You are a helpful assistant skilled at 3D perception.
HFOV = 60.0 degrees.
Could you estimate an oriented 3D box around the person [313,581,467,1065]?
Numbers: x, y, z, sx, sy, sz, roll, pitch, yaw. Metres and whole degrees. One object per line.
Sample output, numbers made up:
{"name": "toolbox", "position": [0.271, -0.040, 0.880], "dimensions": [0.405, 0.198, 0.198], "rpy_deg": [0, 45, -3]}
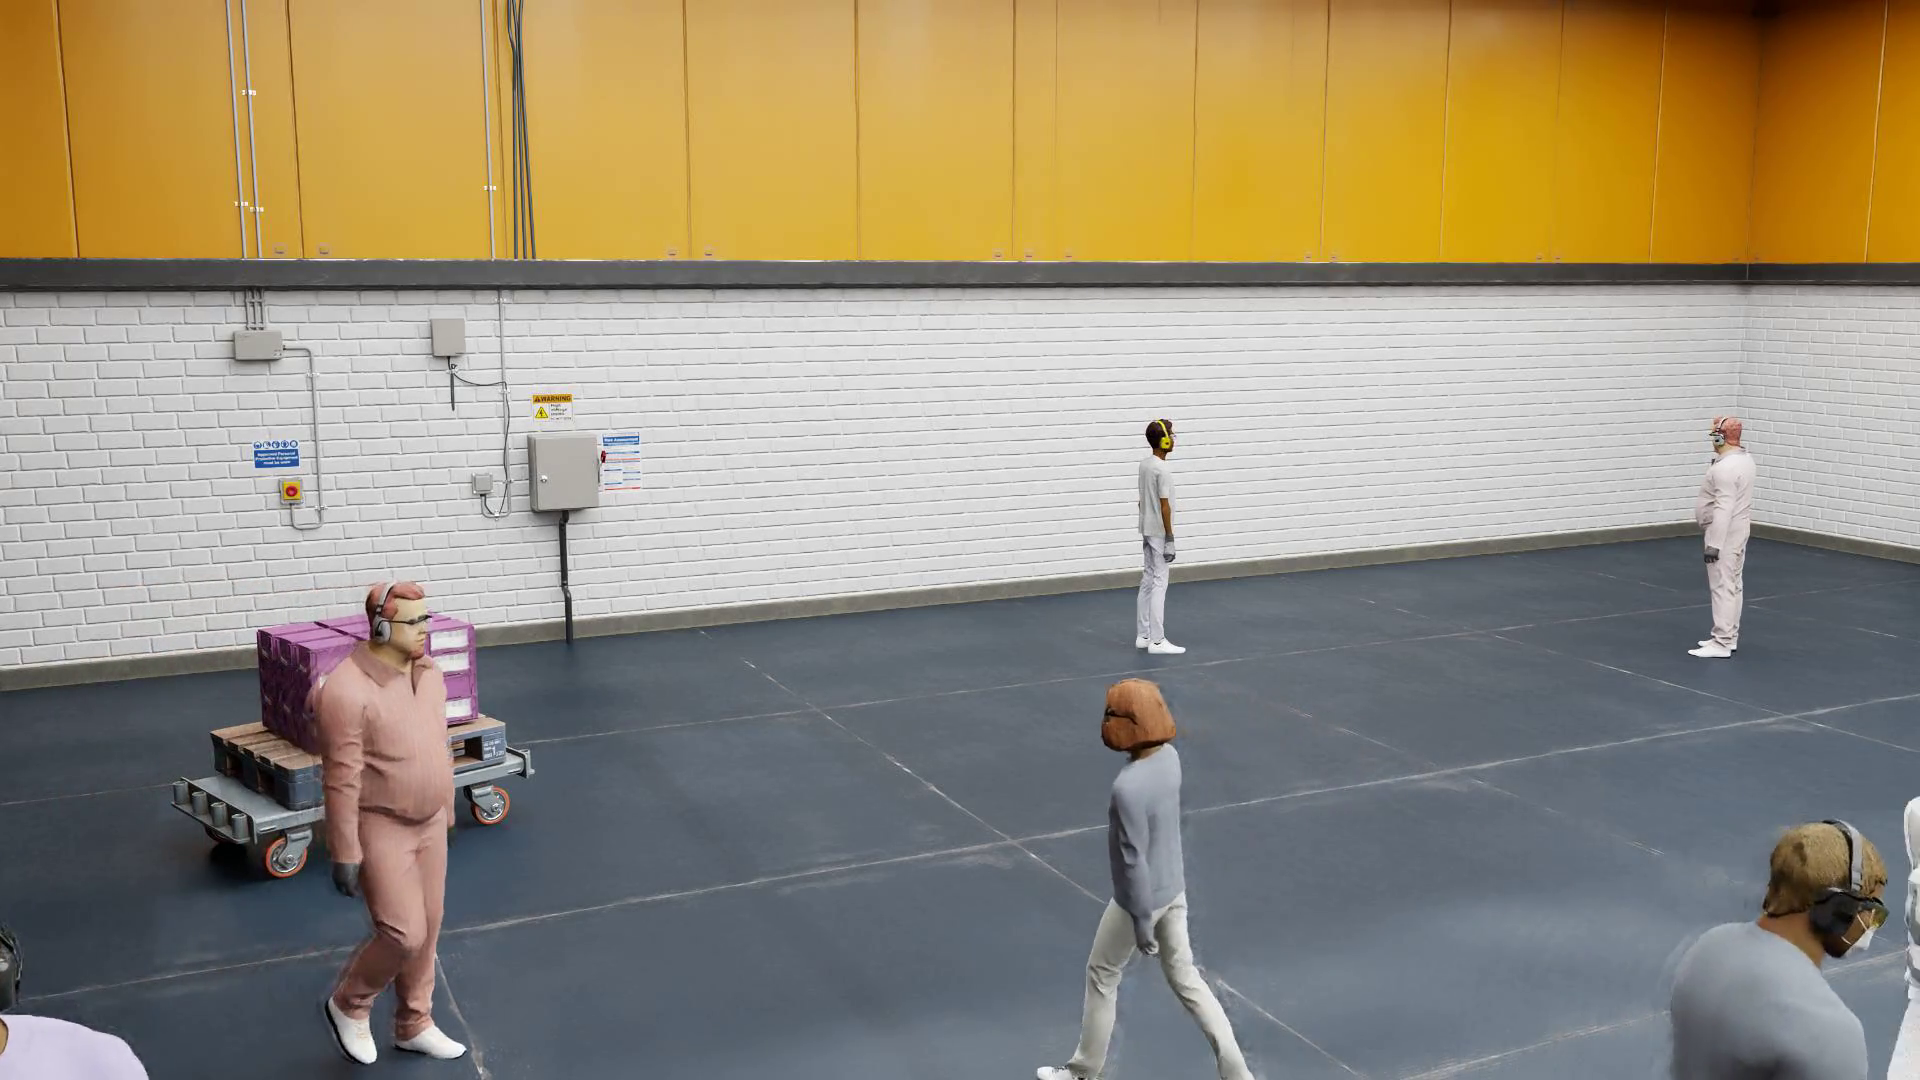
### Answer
{"name": "person", "position": [-2.120, 1.085, 6.293], "dimensions": [0.441, 1.890, 0.672], "rpy_deg": [3, 10, 19]}

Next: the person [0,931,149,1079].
{"name": "person", "position": [-1.817, 1.598, 3.132], "dimensions": [0.651, 1.882, 1.003], "rpy_deg": [-5, 11, -29]}

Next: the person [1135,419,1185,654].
{"name": "person", "position": [1.592, -0.031, 13.275], "dimensions": [0.328, 1.876, 0.514], "rpy_deg": [-3, 10, -17]}

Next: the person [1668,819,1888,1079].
{"name": "person", "position": [1.777, 1.534, 3.541], "dimensions": [0.880, 1.881, 0.702], "rpy_deg": [0, 9, 0]}

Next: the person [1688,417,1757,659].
{"name": "person", "position": [6.000, -0.018, 13.116], "dimensions": [0.399, 1.903, 0.643], "rpy_deg": [7, 12, 38]}

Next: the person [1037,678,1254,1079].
{"name": "person", "position": [0.710, 1.282, 5.984], "dimensions": [0.821, 1.597, 0.499], "rpy_deg": [6, 11, 32]}

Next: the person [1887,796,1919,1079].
{"name": "person", "position": [3.008, 1.356, 4.811], "dimensions": [0.973, 1.849, 0.588], "rpy_deg": [-4, 10, -23]}
